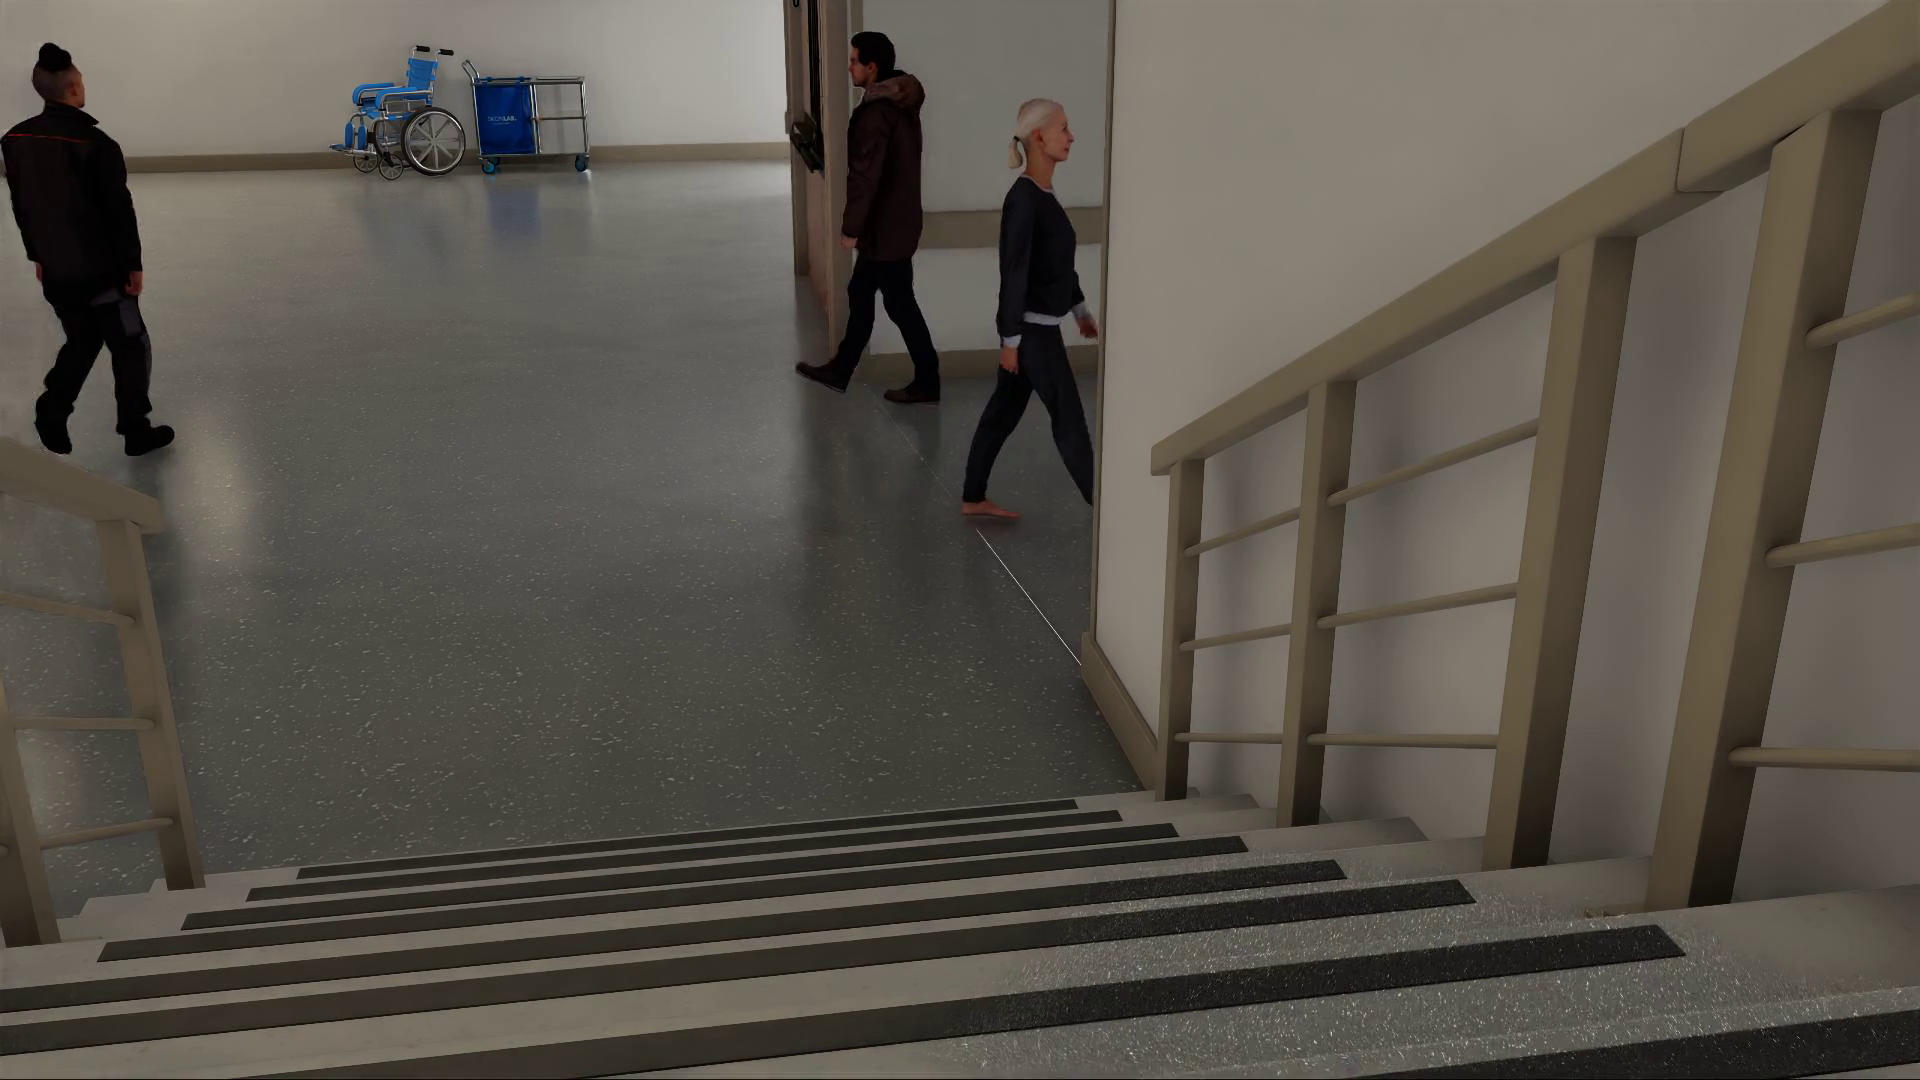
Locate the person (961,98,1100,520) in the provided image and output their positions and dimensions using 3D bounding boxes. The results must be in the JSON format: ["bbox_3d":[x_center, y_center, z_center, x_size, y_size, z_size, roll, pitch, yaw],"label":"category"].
[{"bbox_3d":[0.203,-0.854,6.574,0.828,1.691,1.022,1,21,4],"label":"person"}]

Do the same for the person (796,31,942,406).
[{"bbox_3d":[-0.275,-1.540,8.215,1.016,1.813,1.065,3,21,7],"label":"person"}]

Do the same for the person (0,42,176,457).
[{"bbox_3d":[-3.925,-1.233,7.355,0.935,1.847,1.017,4,21,11],"label":"person"}]
